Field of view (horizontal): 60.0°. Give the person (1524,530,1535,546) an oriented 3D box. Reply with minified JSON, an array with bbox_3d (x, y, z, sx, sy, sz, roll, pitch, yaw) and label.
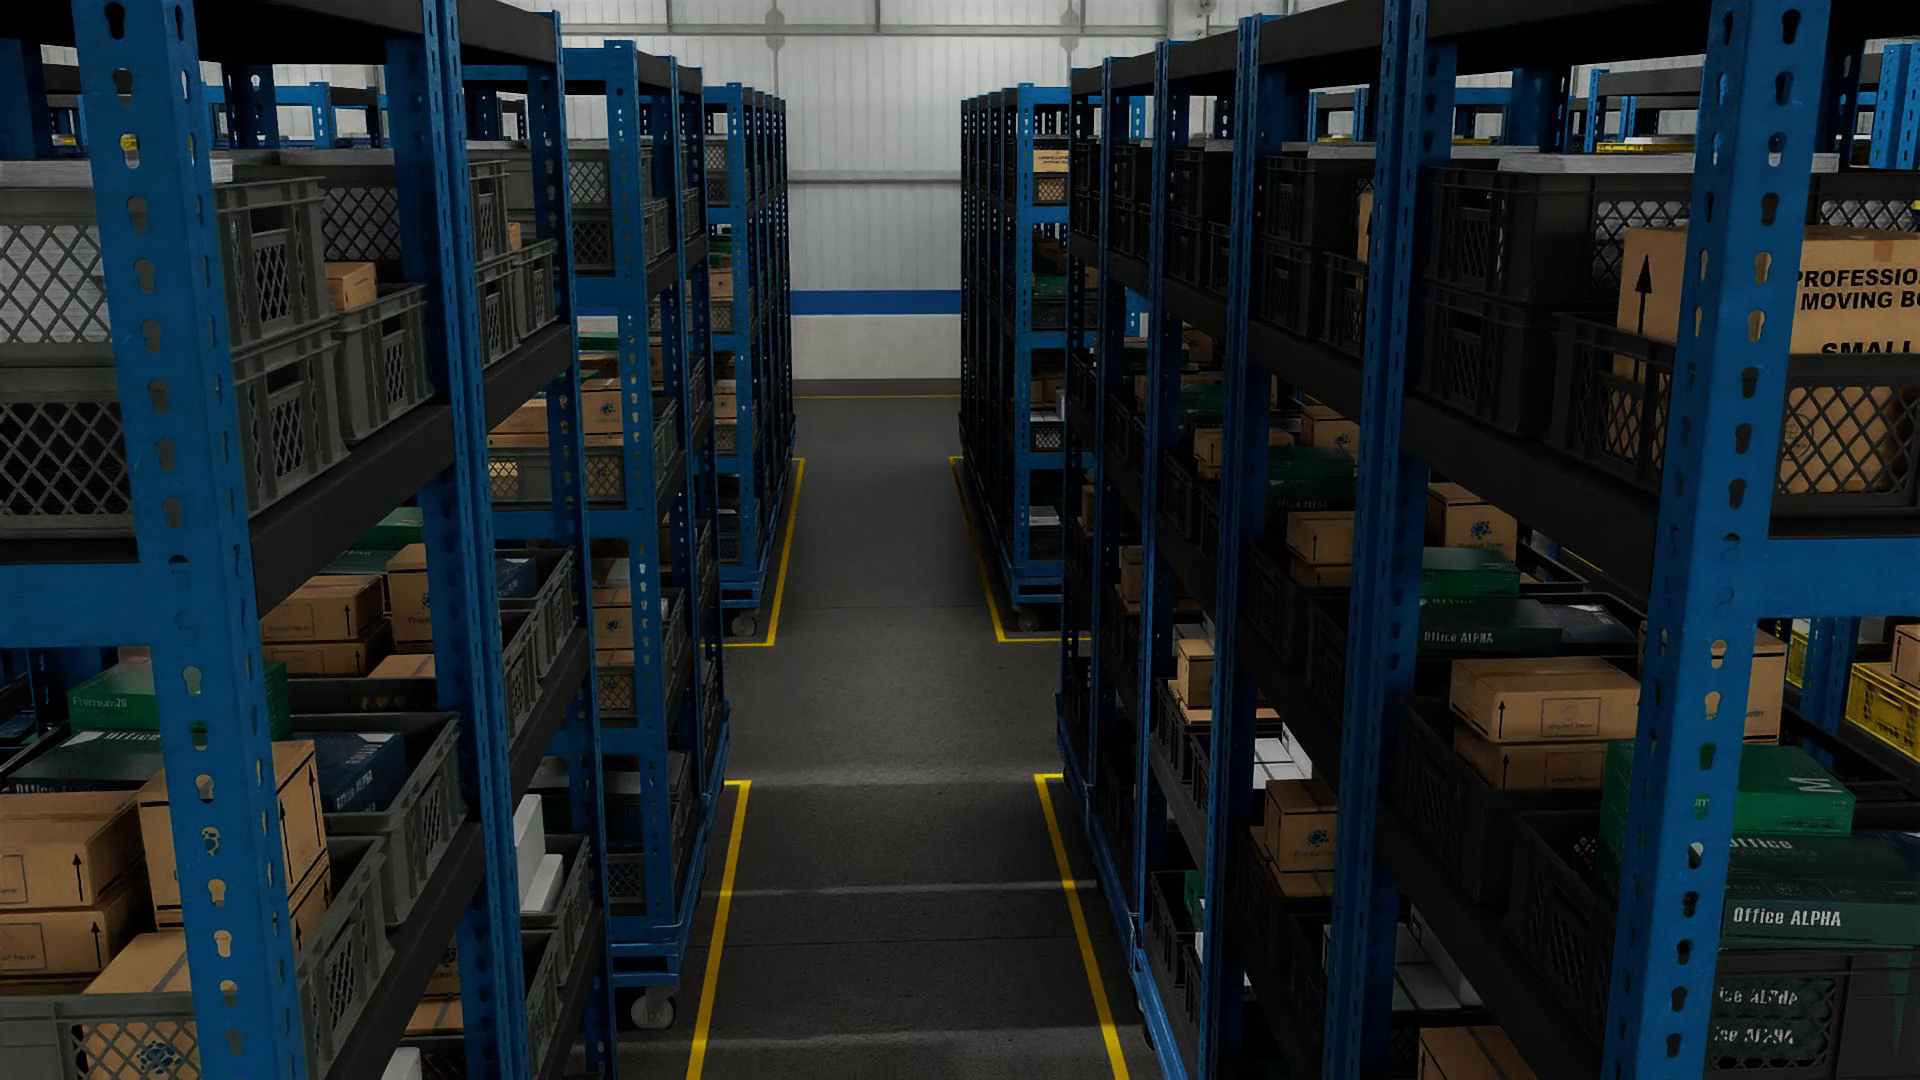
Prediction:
[{"bbox_3d":[4.336,-0.787,12.867,0.641,1.971,0.588,3,14,12],"label":"person"}]
